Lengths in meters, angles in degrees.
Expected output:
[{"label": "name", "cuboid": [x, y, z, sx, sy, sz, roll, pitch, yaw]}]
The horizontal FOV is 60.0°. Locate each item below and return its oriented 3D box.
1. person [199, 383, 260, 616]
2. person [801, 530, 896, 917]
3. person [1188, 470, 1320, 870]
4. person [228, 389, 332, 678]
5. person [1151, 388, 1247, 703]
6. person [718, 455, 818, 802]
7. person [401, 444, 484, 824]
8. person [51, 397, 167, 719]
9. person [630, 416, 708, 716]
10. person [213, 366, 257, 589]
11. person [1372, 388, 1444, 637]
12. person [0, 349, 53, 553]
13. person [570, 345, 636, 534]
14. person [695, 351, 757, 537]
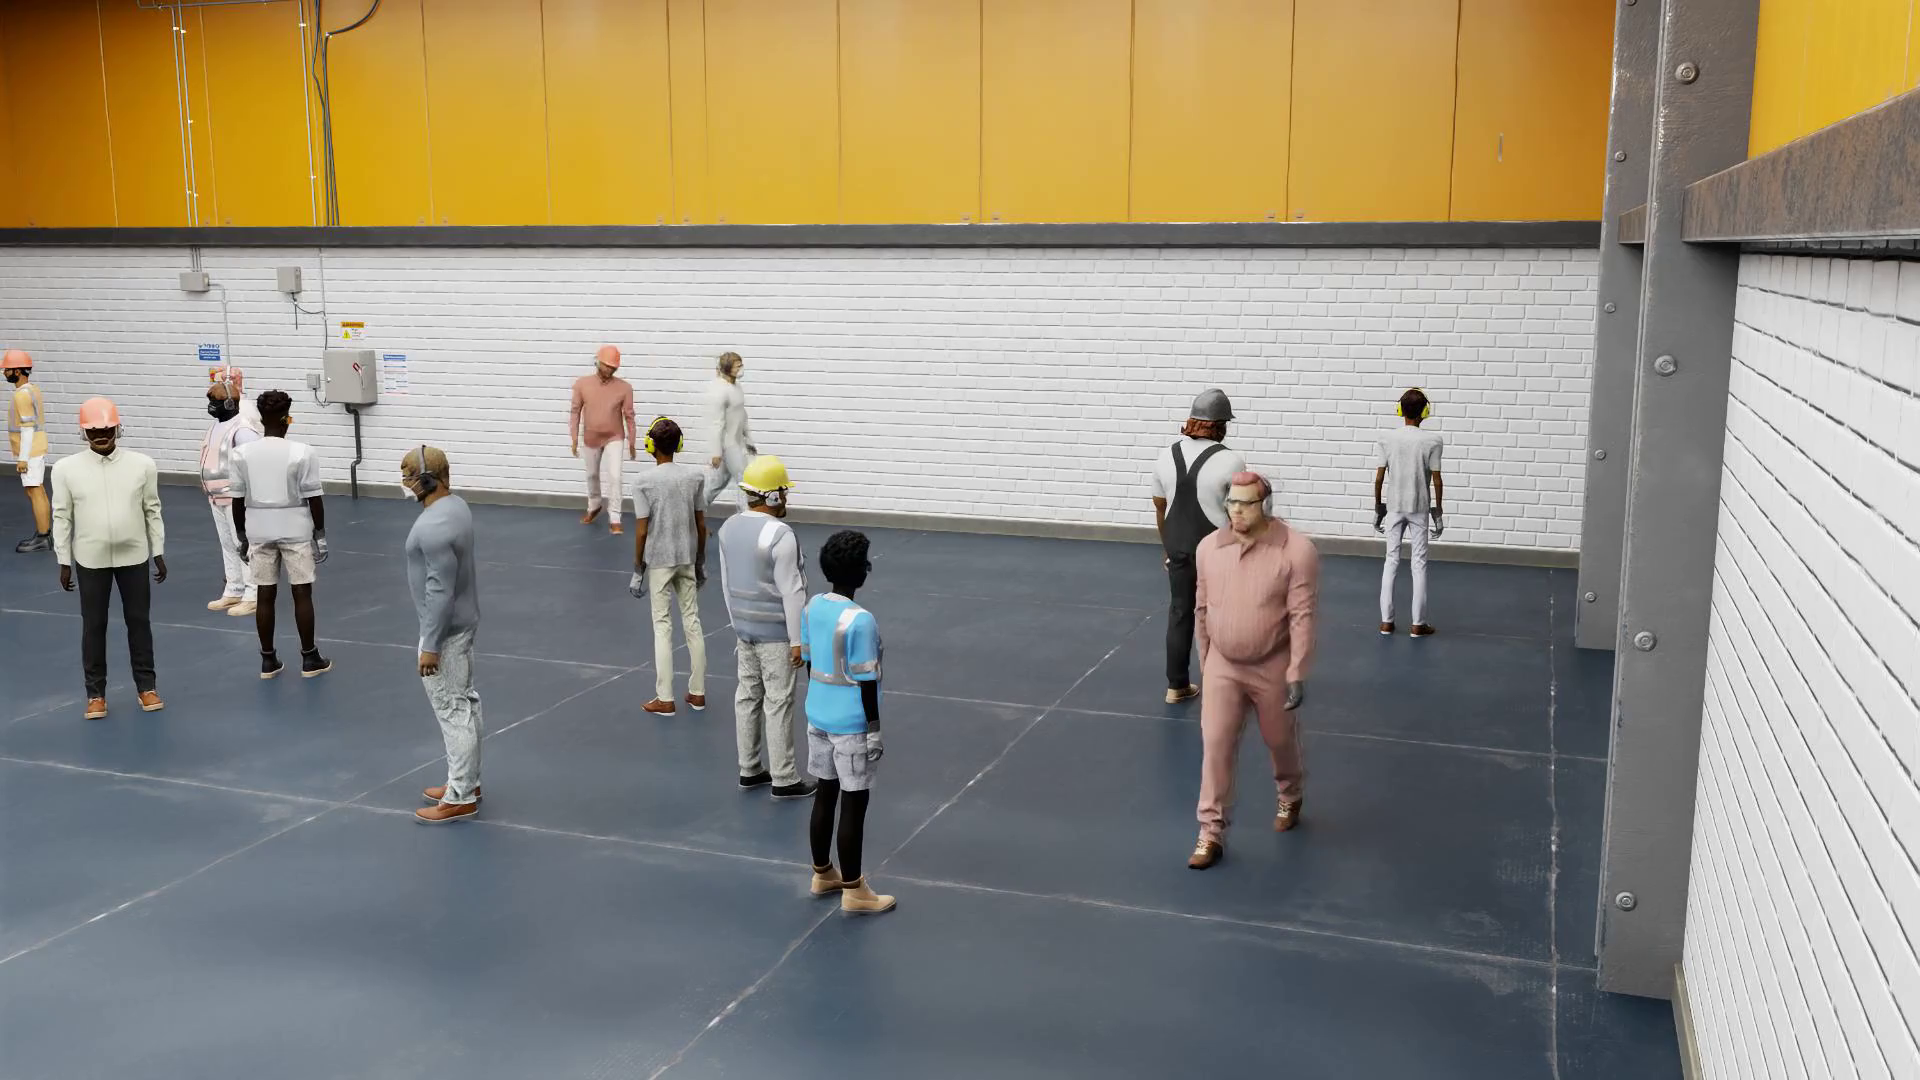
[{"label": "person", "cuboid": [-5.792, -0.325, 13.217, 0.626, 1.842, 0.429, 9, 13, 41]}, {"label": "person", "cuboid": [-0.498, 0.795, 7.306, 0.315, 1.696, 0.541, -7, 12, -33]}, {"label": "person", "cuboid": [1.422, 0.578, 8.045, 0.635, 1.870, 0.960, 5, 11, 27]}, {"label": "person", "cuboid": [-4.593, -0.039, 11.253, 0.614, 1.962, 0.365, -1, 10, -3]}, {"label": "person", "cuboid": [1.579, 0.055, 10.507, 0.689, 2.000, 0.539, 10, 14, 43]}, {"label": "person", "cuboid": [-1.005, 0.464, 8.793, 0.589, 1.833, 0.404, 10, 14, 43]}, {"label": "person", "cuboid": [-2.628, 0.473, 8.456, 0.371, 1.935, 0.627, -1, 10, -7]}, {"label": "person", "cuboid": [-5.277, 0.106, 10.352, 0.624, 1.992, 0.386, -7, 12, -33]}, {"label": "person", "cuboid": [-1.816, 0.163, 10.381, 0.518, 1.874, 0.330, -7, 12, -35]}, {"label": "person", "cuboid": [-6.184, -0.532, 14.192, 0.407, 1.910, 0.639, -4, 11, -21]}, {"label": "person", "cuboid": [3.362, -0.205, 12.466, 0.533, 1.866, 0.315, 5, 11, 28]}, {"label": "person", "cuboid": [-8.916, -0.848, 15.885, 0.355, 1.939, 0.544, -4, 11, -21]}, {"label": "person", "cuboid": [-3.665, -1.061, 17.139, 0.658, 1.935, 0.920, -1, 10, -6]}, {"label": "person", "cuboid": [-2.329, -0.935, 16.510, 1.000, 1.899, 0.636, 1, 10, 6]}]
